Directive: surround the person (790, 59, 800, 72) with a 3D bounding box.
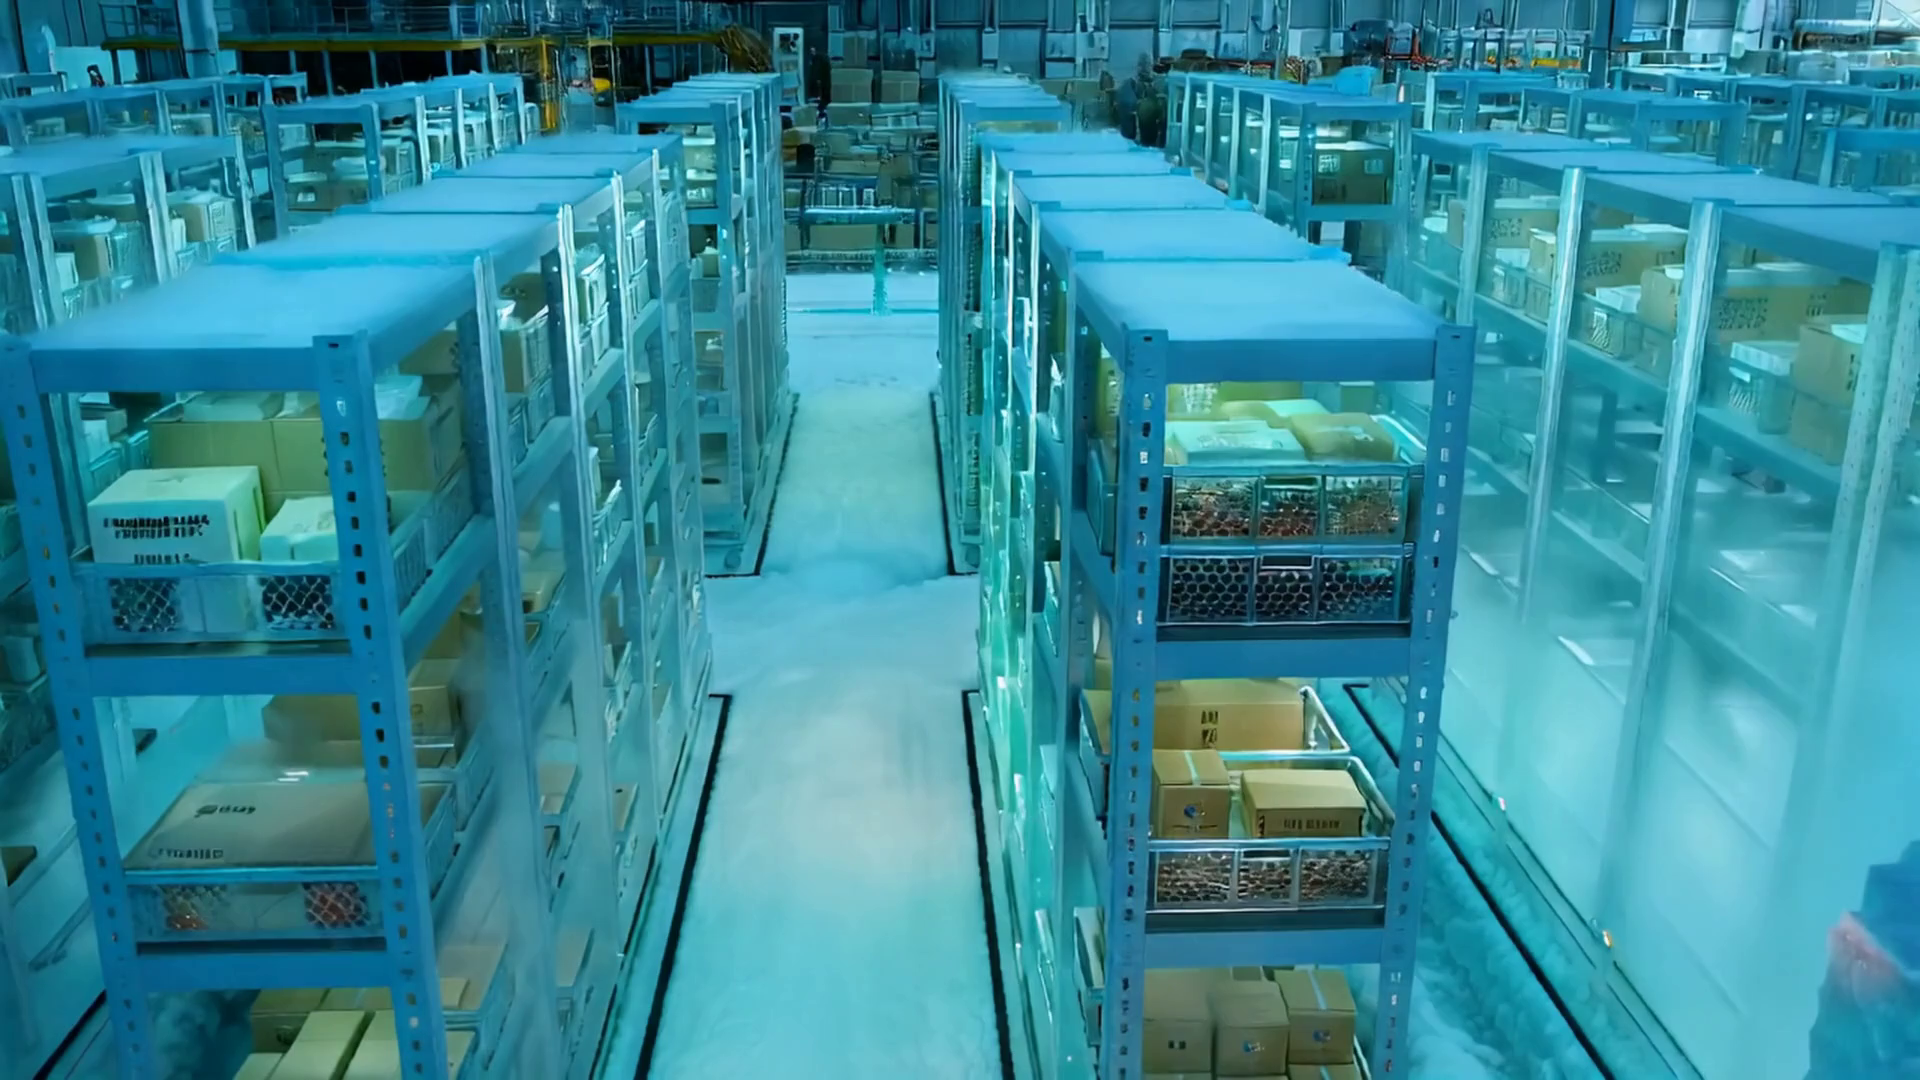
[{"bbox_3d":[-9.004,-25.785,90.580,0.547,1.928,0.385,-2,18,-5],"label":"person"}]

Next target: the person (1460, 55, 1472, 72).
[{"bbox_3d":[23.891,-21.929,78.664,0.370,1.916,0.597,-14,23,-38],"label":"person"}]

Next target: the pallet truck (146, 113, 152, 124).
[{"bbox_3d":[-18.087,-8.309,36.390,1.885,1.965,0.823,-1,18,-4],"label":"pallet truck"}]

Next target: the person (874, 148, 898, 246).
[{"bbox_3d":[-1.362,-6.294,30.536,0.327,1.761,0.522,-17,24,-42],"label":"person"}]

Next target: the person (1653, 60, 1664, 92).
[{"bbox_3d":[30.164,-19.733,71.791,0.367,1.966,0.606,-9,20,-27],"label":"person"}]

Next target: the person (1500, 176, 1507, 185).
[{"bbox_3d":[13.067,-9.337,39.871,0.601,1.811,0.660,-1,18,-3],"label":"person"}]

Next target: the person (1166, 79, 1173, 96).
[{"bbox_3d":[8.485,-17.944,66.636,0.531,1.730,0.697,-5,19,-16],"label":"person"}]

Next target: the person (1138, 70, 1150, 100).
[{"bbox_3d":[7.015,-17.074,63.751,0.538,1.851,0.535,15,23,39],"label":"person"}]

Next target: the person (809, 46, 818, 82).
[{"bbox_3d":[-8.273,-26.919,94.056,0.603,1.949,0.397,-15,23,-39],"label":"person"}]

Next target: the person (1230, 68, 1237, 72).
[{"bbox_3d":[10.009,-16.457,61.534,0.981,2.000,0.699,12,21,32],"label":"person"}]

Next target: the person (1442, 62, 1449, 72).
[{"bbox_3d":[21.884,-20.687,75.100,0.292,1.745,0.485,7,19,20],"label":"person"}]

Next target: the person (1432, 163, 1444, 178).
[{"bbox_3d":[12.158,-10.037,42.250,0.534,1.682,0.506,0,18,1],"label":"person"}]

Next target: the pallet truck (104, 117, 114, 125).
[{"bbox_3d":[-18.367,-7.885,35.078,1.885,1.965,0.823,1,18,2],"label":"pallet truck"}]

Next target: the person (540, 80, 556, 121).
[{"bbox_3d":[-15.496,-16.696,62.529,0.355,1.882,0.576,14,22,36],"label":"person"}]

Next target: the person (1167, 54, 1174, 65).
[{"bbox_3d":[10.582,-23.485,83.615,0.540,1.831,0.648,-2,18,-5],"label":"person"}]

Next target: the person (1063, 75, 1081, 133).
[{"bbox_3d":[3.778,-14.686,56.193,0.650,1.957,1.068,5,19,16],"label":"person"}]

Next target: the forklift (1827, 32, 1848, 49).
[{"bbox_3d":[46.023,-25.321,87.619,1.129,2.768,1.873,-1,18,-2],"label":"forklift"}]

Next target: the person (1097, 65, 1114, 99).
[{"bbox_3d":[5.631,-17.616,65.236,0.661,1.960,0.863,14,22,36],"label":"person"}]

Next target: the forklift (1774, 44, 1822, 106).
[{"bbox_3d":[31.285,-16.971,61.781,1.129,2.768,1.873,-1,18,-2],"label":"forklift"}]

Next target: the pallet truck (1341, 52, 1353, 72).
[{"bbox_3d":[18.794,-23.123,82.231,0.823,1.965,1.885,-13,22,-35],"label":"pallet truck"}]

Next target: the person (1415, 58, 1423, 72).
[{"bbox_3d":[20.379,-20.431,73.999,0.375,1.936,0.628,4,18,11],"label":"person"}]

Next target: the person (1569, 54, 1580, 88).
[{"bbox_3d":[29.622,-22.419,80.171,0.383,1.924,0.589,13,22,34],"label":"person"}]

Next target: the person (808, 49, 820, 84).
[{"bbox_3d":[-8.047,-26.042,91.451,0.961,1.880,0.605,-14,22,-36],"label":"person"}]

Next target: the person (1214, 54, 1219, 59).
[{"bbox_3d":[13.511,-24.758,87.769,0.322,1.697,0.530,1,18,3],"label":"person"}]

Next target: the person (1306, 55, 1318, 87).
[{"bbox_3d":[16.814,-22.171,79.406,0.431,1.934,0.644,-12,21,-32],"label":"person"}]

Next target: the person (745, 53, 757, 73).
[{"bbox_3d":[-10.916,-24.468,86.715,0.654,1.789,0.945,-6,19,-19],"label":"person"}]

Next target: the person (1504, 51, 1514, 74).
[{"bbox_3d":[28.744,-24.657,87.182,1.032,1.882,0.566,-7,19,-21],"label":"person"}]
